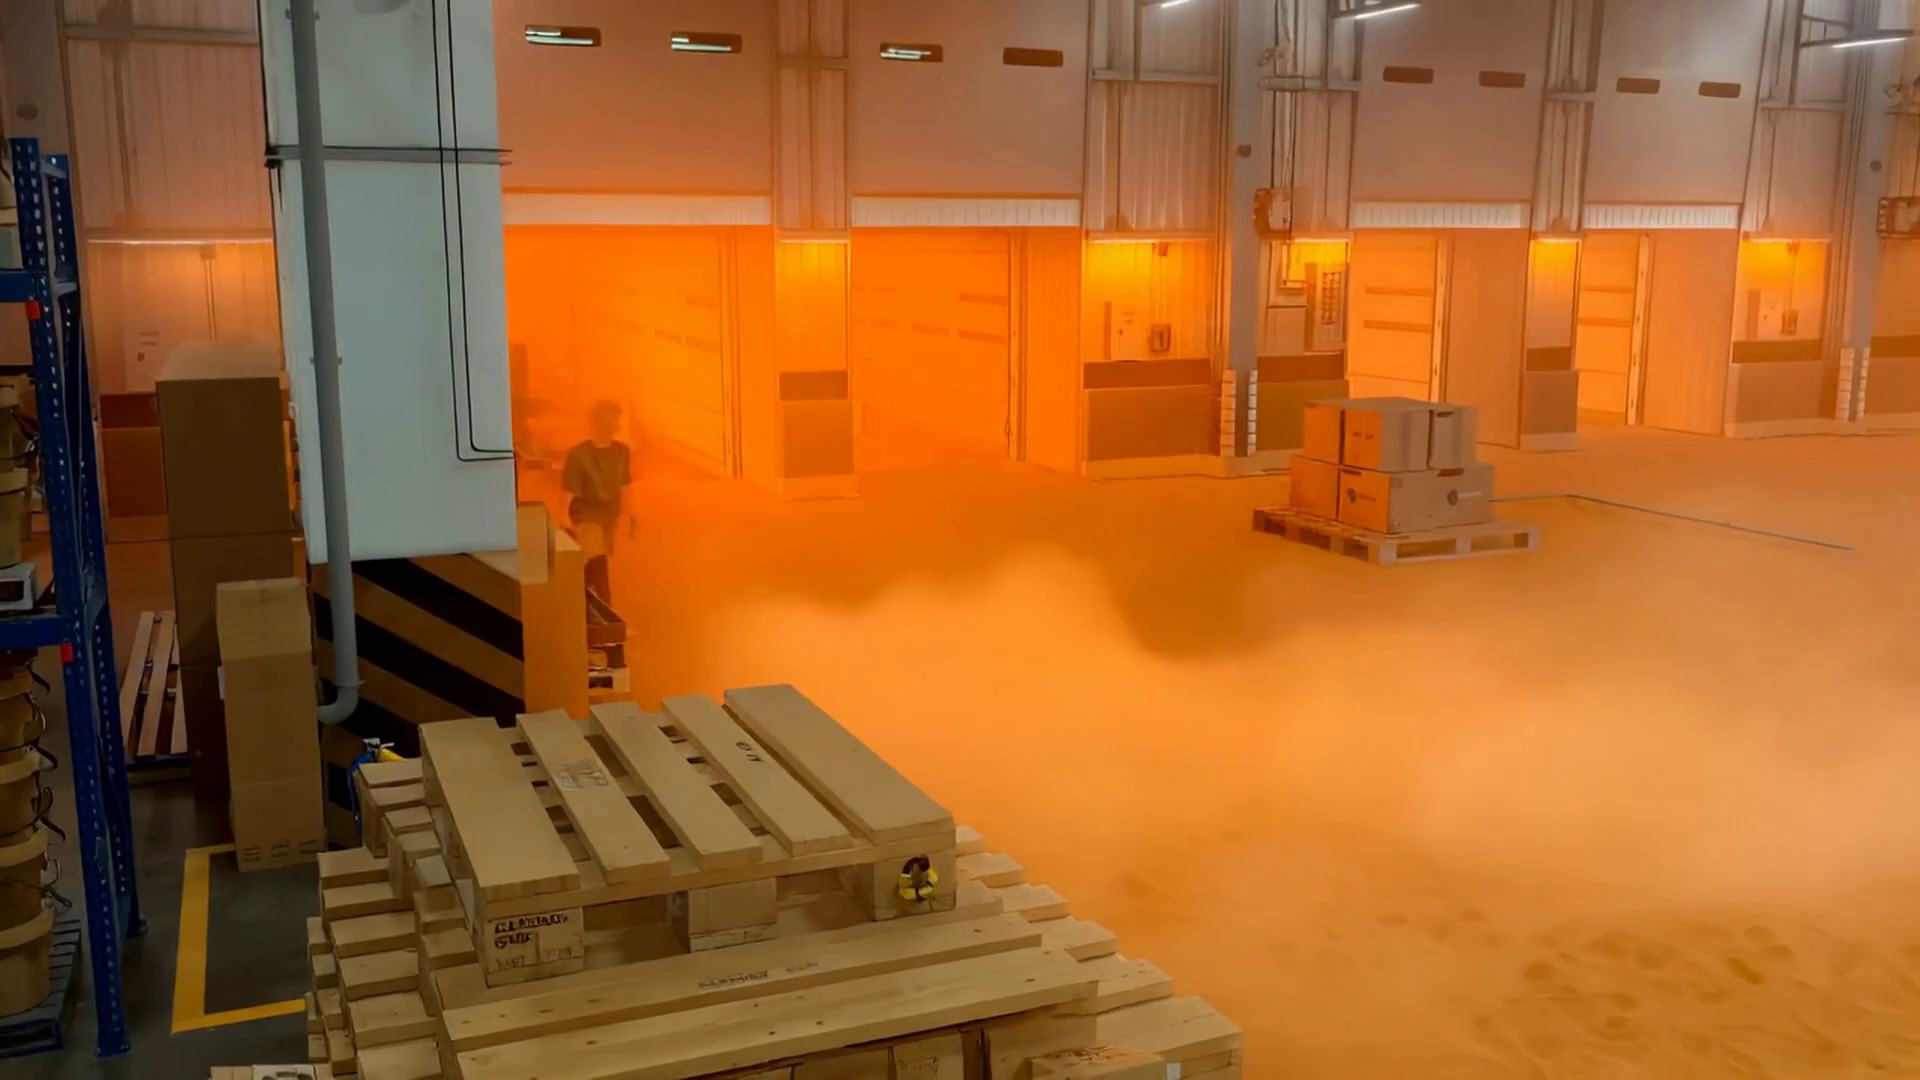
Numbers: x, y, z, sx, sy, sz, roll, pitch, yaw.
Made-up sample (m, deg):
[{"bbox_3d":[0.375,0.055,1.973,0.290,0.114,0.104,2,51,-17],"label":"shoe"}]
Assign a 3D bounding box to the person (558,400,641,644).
[{"bbox_3d":[-2.518,-0.145,11.378,0.884,1.651,0.567,8,13,36],"label":"person"}]
